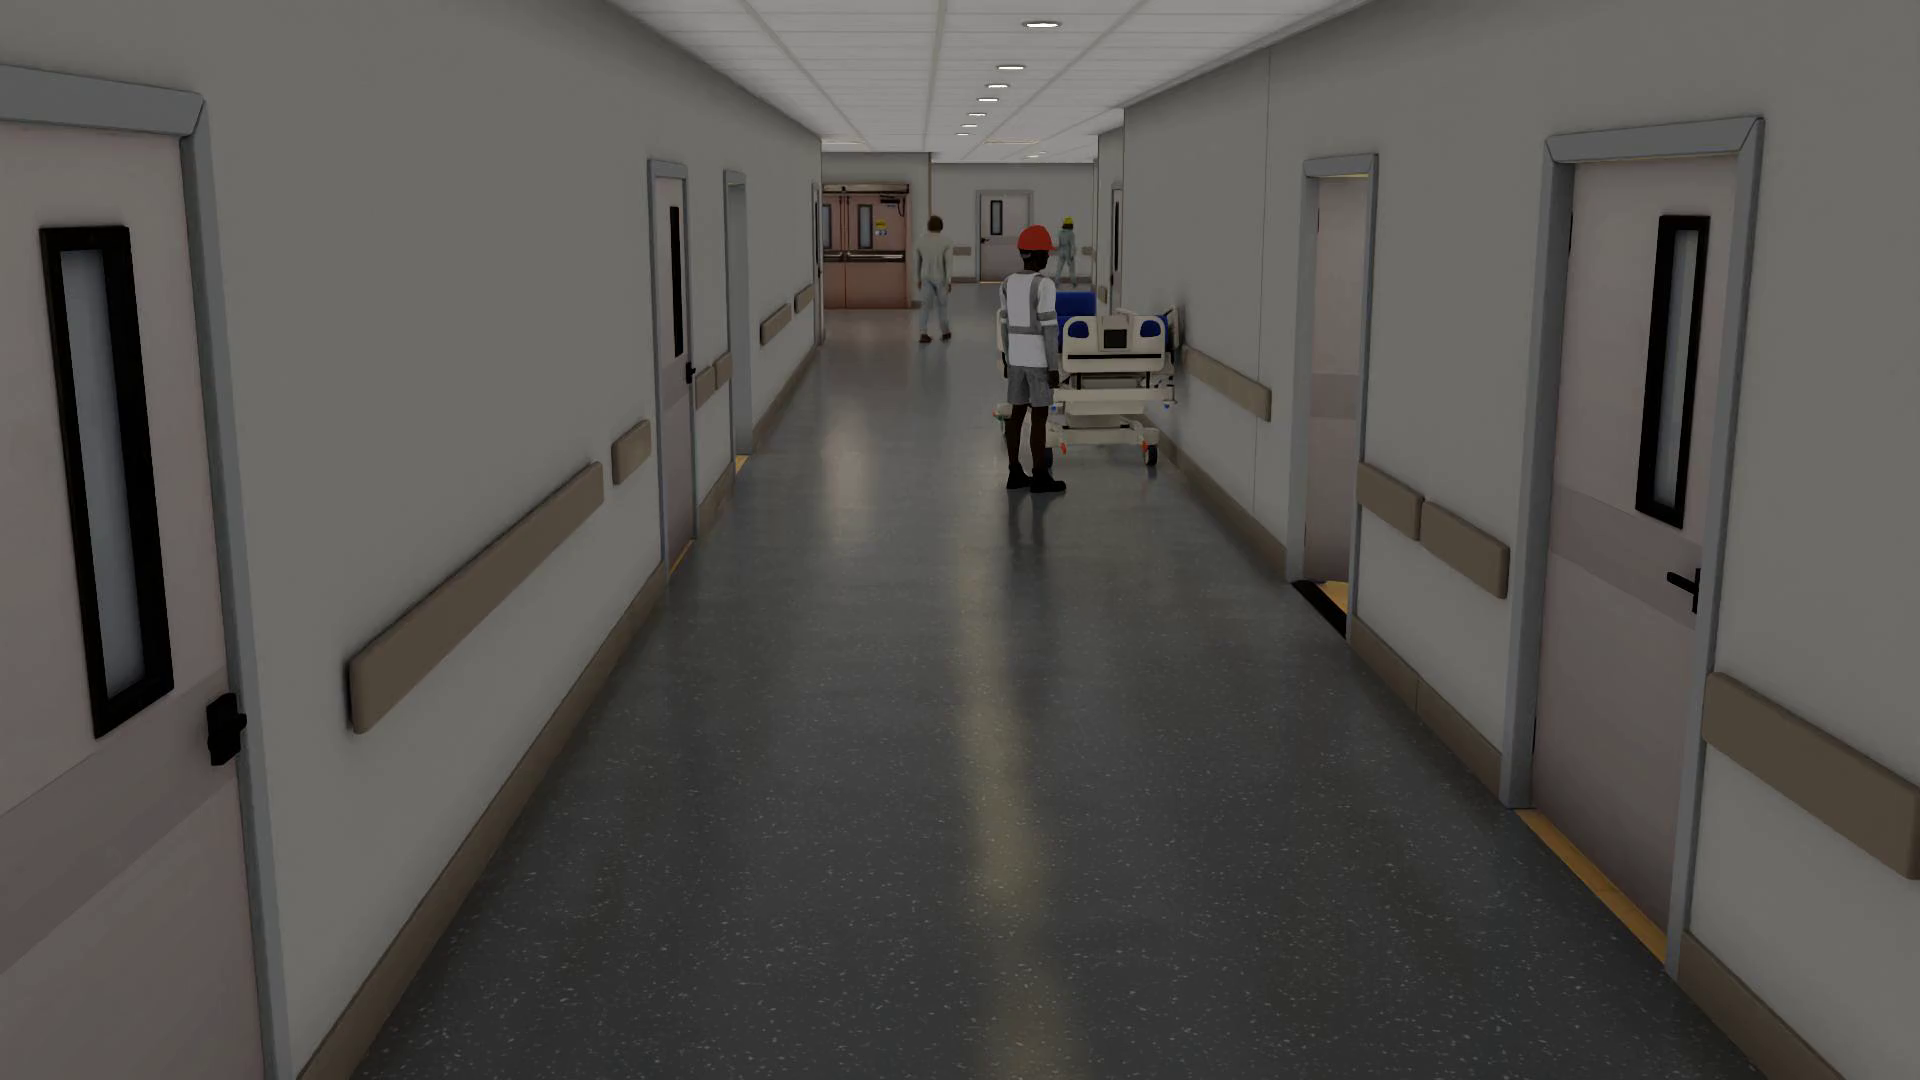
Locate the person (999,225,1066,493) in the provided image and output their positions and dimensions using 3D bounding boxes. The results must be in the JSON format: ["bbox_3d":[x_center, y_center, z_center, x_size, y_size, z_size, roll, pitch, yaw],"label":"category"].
[{"bbox_3d":[0.534,-1.314,12.153,0.358,1.938,0.542,-10,15,-41],"label":"person"}]

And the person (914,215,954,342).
[{"bbox_3d":[-0.394,-3.913,24.952,0.648,1.889,1.014,4,12,18],"label":"person"}]

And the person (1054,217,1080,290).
[{"bbox_3d":[2.497,-6.705,39.000,0.494,1.701,0.897,8,14,35],"label":"person"}]
